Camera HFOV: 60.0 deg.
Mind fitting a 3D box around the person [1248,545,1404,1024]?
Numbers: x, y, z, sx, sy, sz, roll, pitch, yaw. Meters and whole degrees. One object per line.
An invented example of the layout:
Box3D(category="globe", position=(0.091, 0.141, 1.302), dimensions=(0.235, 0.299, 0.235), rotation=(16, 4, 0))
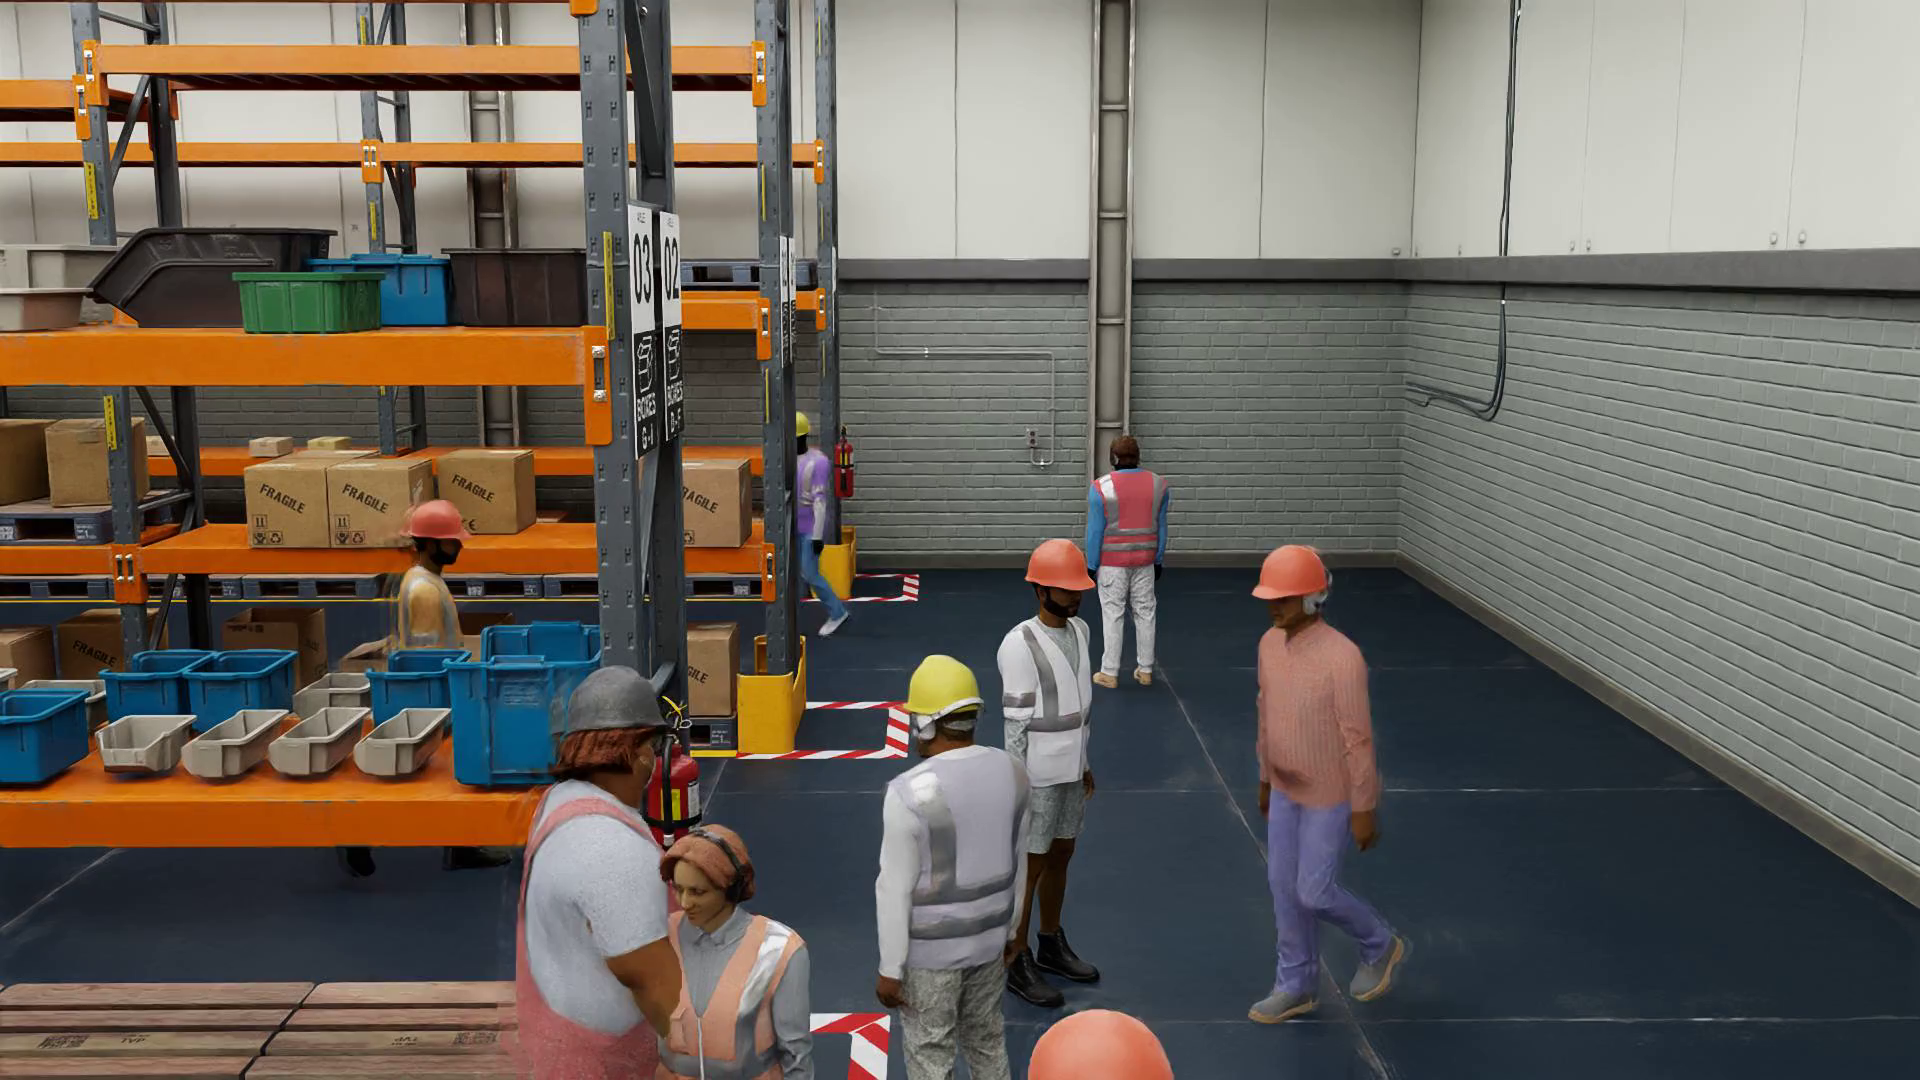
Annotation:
Box3D(category="person", position=(1.433, 0.979, 6.640), dimensions=(0.646, 1.968, 0.657), rotation=(-5, 10, -27))

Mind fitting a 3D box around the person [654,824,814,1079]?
Box3D(category="person", position=(-0.616, 1.524, 4.335), dimensions=(0.525, 1.631, 0.320), rotation=(3, 10, 18))

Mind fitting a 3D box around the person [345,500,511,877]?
Box3D(category="person", position=(-2.683, 0.756, 8.212), dimensions=(0.752, 1.916, 0.550), rotation=(-3, 10, -19))

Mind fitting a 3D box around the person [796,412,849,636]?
Box3D(category="person", position=(-1.236, -0.113, 13.613), dimensions=(0.625, 1.891, 0.648), rotation=(-9, 13, -42))

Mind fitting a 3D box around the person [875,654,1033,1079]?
Box3D(category="person", position=(-0.033, 1.269, 5.343), dimensions=(0.597, 1.820, 0.403), rotation=(-8, 13, -42))

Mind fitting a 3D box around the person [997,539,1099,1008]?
Box3D(category="person", position=(0.398, 0.950, 6.917), dimensions=(0.361, 1.935, 0.553), rotation=(7, 11, 36))

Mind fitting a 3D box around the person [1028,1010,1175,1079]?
Box3D(category="person", position=(0.297, 1.643, 2.661), dimensions=(0.702, 1.937, 0.852), rotation=(-4, 10, -25))

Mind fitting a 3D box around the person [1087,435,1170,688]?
Box3D(category="person", position=(1.196, 0.159, 12.080), dimensions=(0.621, 1.838, 0.429), rotation=(-3, 10, -17))
